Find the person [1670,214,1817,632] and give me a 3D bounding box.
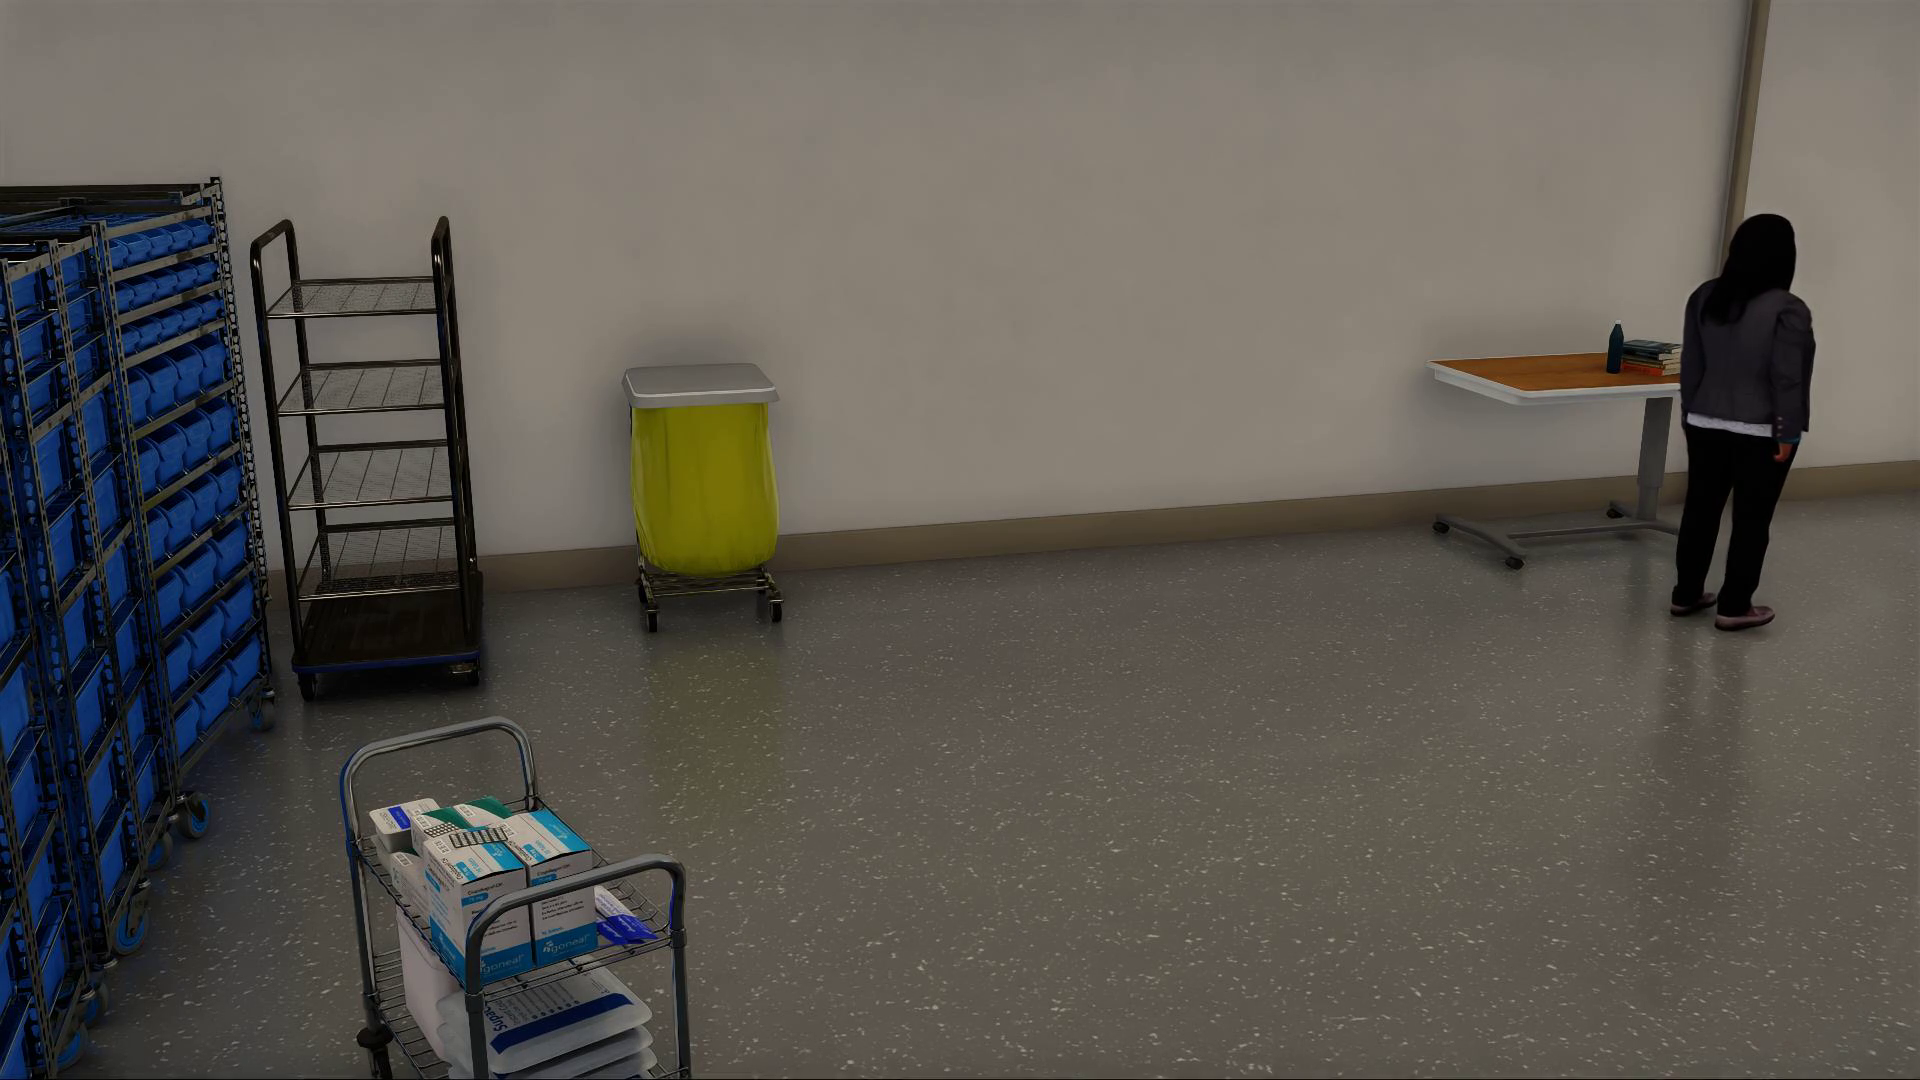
[{"bbox_3d":[3.009,-0.449,6.418,0.741,1.598,0.738,-9,18,-29],"label":"person"}]
